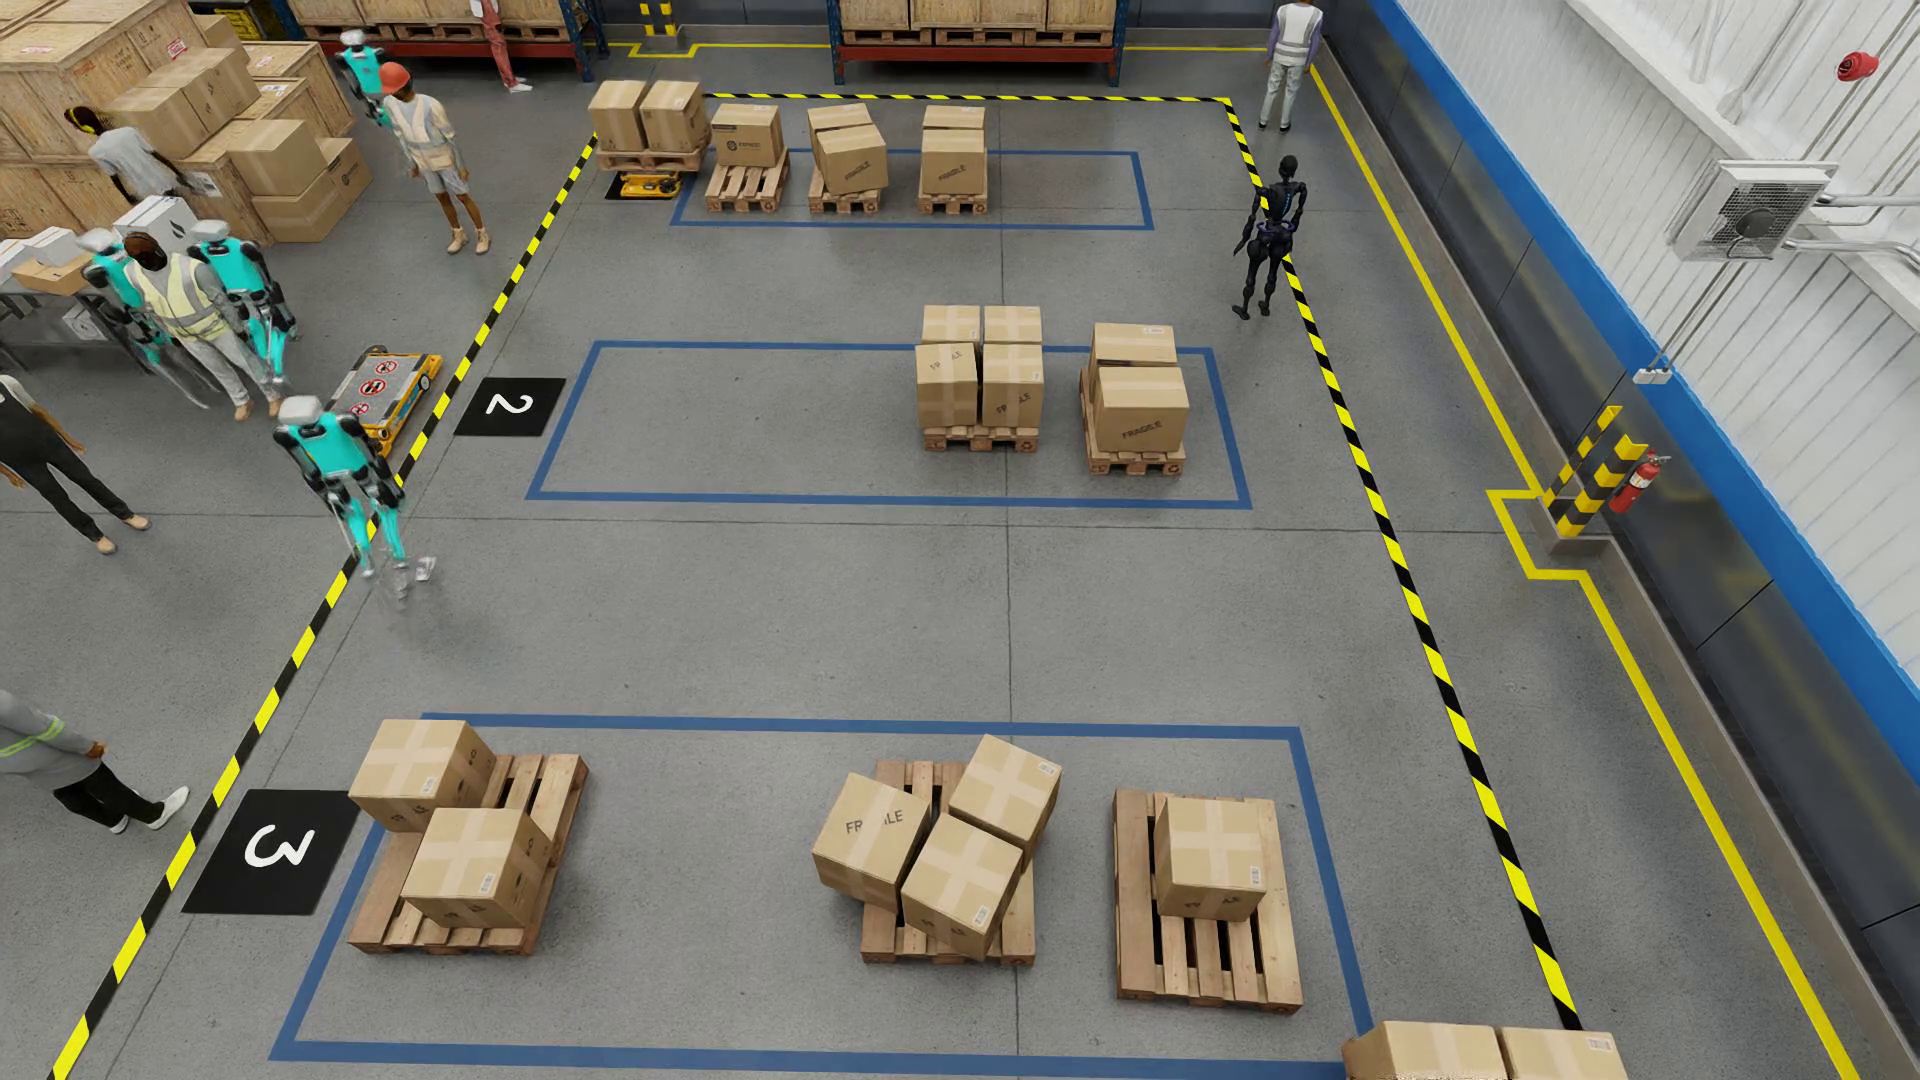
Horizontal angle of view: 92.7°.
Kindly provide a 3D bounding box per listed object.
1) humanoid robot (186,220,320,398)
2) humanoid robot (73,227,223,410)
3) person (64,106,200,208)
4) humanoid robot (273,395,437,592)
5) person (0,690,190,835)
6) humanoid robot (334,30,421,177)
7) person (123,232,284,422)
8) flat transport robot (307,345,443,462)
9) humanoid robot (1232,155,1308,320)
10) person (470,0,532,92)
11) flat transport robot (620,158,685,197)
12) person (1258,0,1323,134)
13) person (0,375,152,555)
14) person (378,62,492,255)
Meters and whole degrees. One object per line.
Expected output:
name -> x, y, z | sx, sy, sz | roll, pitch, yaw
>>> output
humanoid robot -> -6.082, -1.755, 7.952 | 0.543, 1.867, 0.775 | -4, 50, -3
humanoid robot -> -7.132, -1.911, 8.031 | 0.657, 1.805, 0.542 | 10, 50, 8
person -> -8.251, -3.567, 9.378 | 0.952, 1.801, 0.589 | 15, 51, 12
humanoid robot -> -4.268, -0.201, 6.487 | 0.533, 1.678, 0.736 | -12, 51, -10
person -> -5.341, 1.188, 5.328 | 0.587, 1.847, 0.403 | -1, 50, -1
humanoid robot -> -6.644, -5.104, 10.715 | 0.568, 1.751, 0.785 | -14, 51, -11
person -> -6.491, -1.815, 7.880 | 0.632, 1.833, 0.429 | -7, 50, -6
flat transport robot -> -5.383, -1.269, 8.441 | 0.659, 0.231, 1.431 | 1, 50, 1
humanoid robot -> 3.000, -2.924, 8.911 | 0.599, 1.653, 0.315 | -8, 50, -7
person -> -6.280, -7.016, 12.227 | 0.395, 1.915, 0.587 | -23, 54, -18
flat transport robot -> -3.701, -4.681, 11.310 | 0.652, 0.197, 1.431 | 1, 50, 1
person -> 4.125, -6.028, 11.449 | 0.586, 1.822, 0.404 | 19, 52, 15
person -> -6.923, -0.643, 6.878 | 0.346, 1.846, 0.505 | 22, 53, 17
person -> -5.458, -3.922, 9.533 | 0.605, 2.032, 0.398 | 4, 50, 4
